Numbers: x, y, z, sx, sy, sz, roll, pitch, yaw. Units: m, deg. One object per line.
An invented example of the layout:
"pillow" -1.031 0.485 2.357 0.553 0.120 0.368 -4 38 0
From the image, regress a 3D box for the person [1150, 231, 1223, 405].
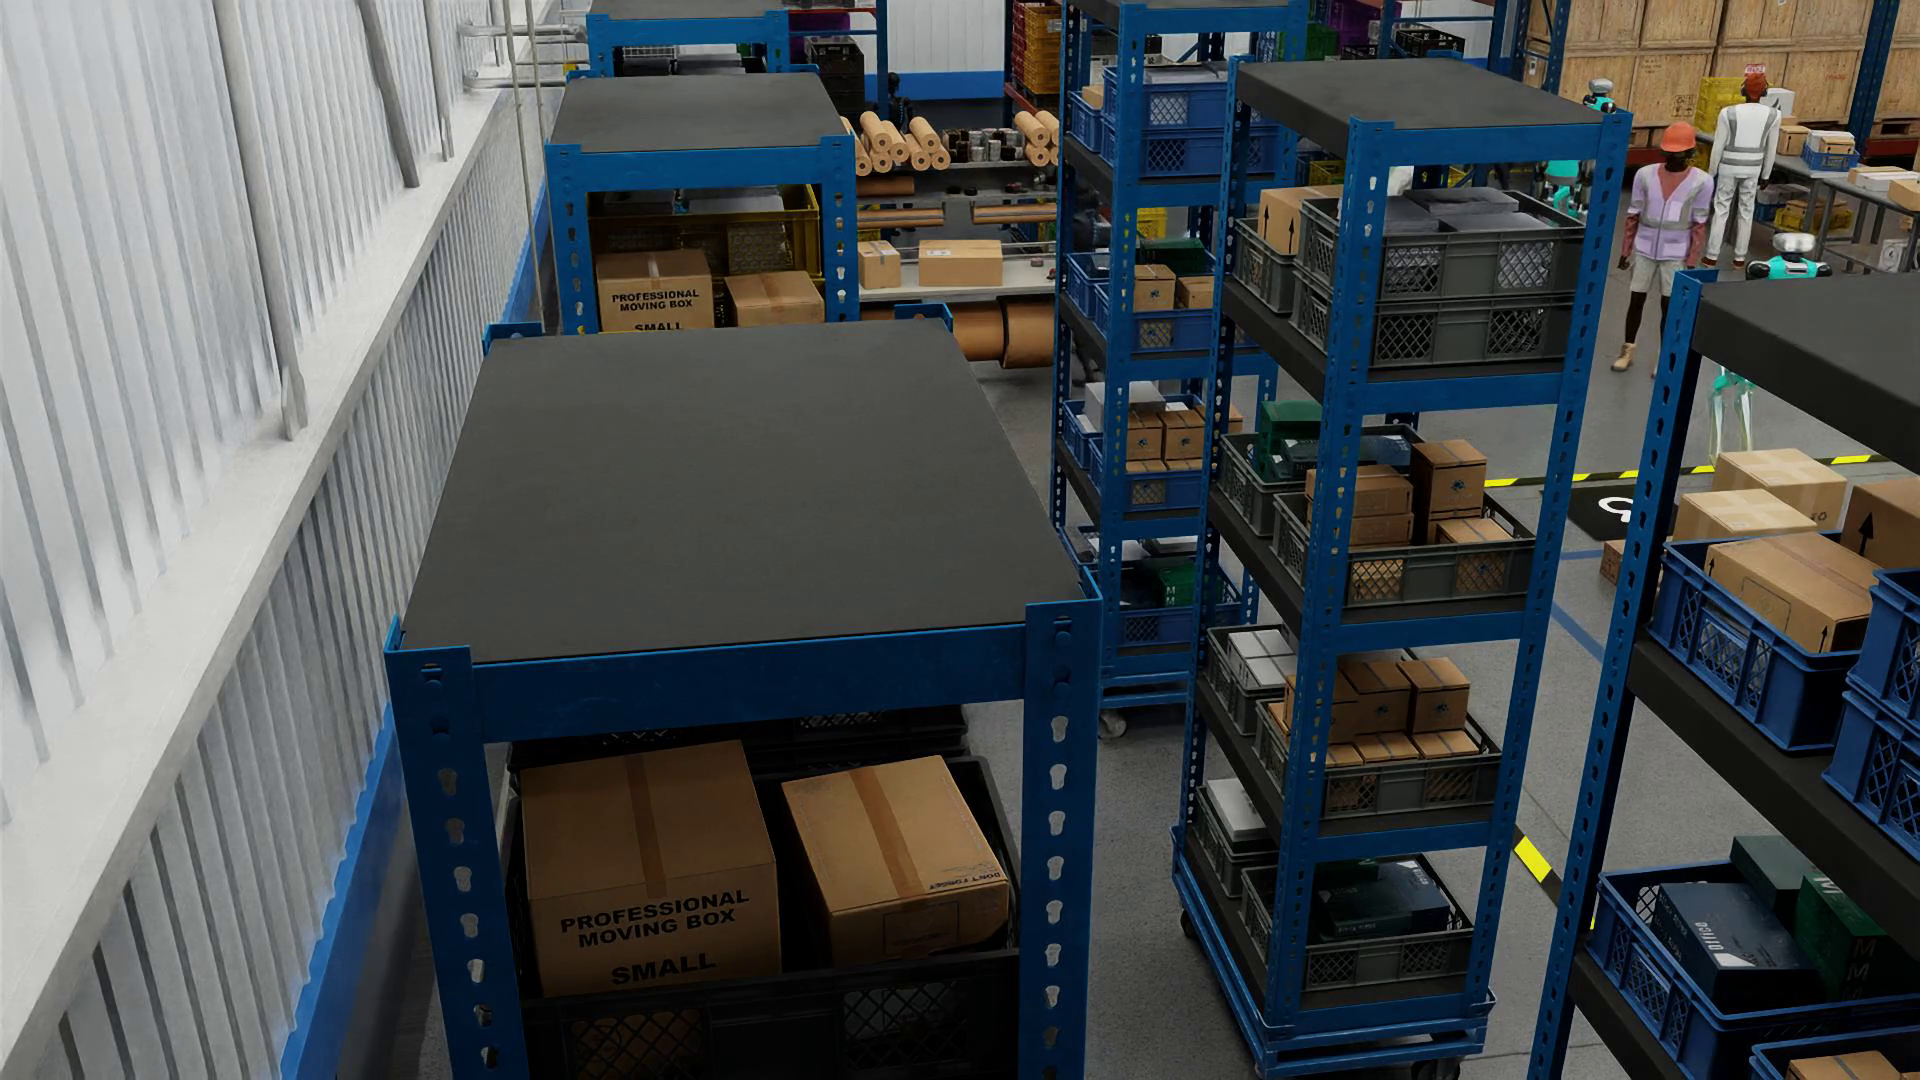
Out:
"person" 1.475 -1.098 10.791 0.587 1.853 0.378 -1 25 -3

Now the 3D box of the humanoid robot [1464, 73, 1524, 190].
"humanoid robot" 5.609 -4.053 17.420 0.614 1.642 0.356 1 25 2

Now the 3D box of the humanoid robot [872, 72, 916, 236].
"humanoid robot" -0.692 -4.033 17.364 0.599 1.655 0.315 -21 32 -37

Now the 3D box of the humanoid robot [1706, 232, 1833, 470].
"humanoid robot" 5.363 -1.307 11.221 0.533 1.677 0.735 1 25 2

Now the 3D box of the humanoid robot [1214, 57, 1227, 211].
"humanoid robot" 2.822 -4.482 18.339 0.315 1.657 0.599 -22 33 -39

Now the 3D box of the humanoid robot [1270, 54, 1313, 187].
"humanoid robot" 3.602 -4.403 18.077 0.672 1.766 0.539 5 25 11

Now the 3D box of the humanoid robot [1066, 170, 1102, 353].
"humanoid robot" 0.996 -2.415 13.852 0.370 1.633 0.603 9 26 19

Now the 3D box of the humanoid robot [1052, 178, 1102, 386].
"humanoid robot" 0.948 -1.994 12.953 0.341 1.649 0.589 18 30 33

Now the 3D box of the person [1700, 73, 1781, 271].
"person" 7.534 -3.549 16.081 0.580 1.882 0.338 5 25 11

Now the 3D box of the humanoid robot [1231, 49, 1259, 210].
"humanoid robot" 3.270 -4.493 18.242 0.703 1.744 0.531 -5 25 -11

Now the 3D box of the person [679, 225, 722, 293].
"person" -1.802 -1.339 11.344 0.431 1.835 0.622 -14 28 -28

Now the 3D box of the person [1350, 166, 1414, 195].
"person" 3.415 -2.488 13.698 0.621 1.944 0.399 5 25 10

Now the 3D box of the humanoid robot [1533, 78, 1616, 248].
"humanoid robot" 5.983 -3.686 16.437 0.741 1.689 0.532 -2 25 -4

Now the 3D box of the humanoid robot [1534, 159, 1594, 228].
"humanoid robot" 5.627 -3.150 15.434 0.550 1.823 0.791 17 30 33

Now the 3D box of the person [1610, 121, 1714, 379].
"person" 5.528 -2.279 13.142 0.602 2.034 0.393 17 30 33
